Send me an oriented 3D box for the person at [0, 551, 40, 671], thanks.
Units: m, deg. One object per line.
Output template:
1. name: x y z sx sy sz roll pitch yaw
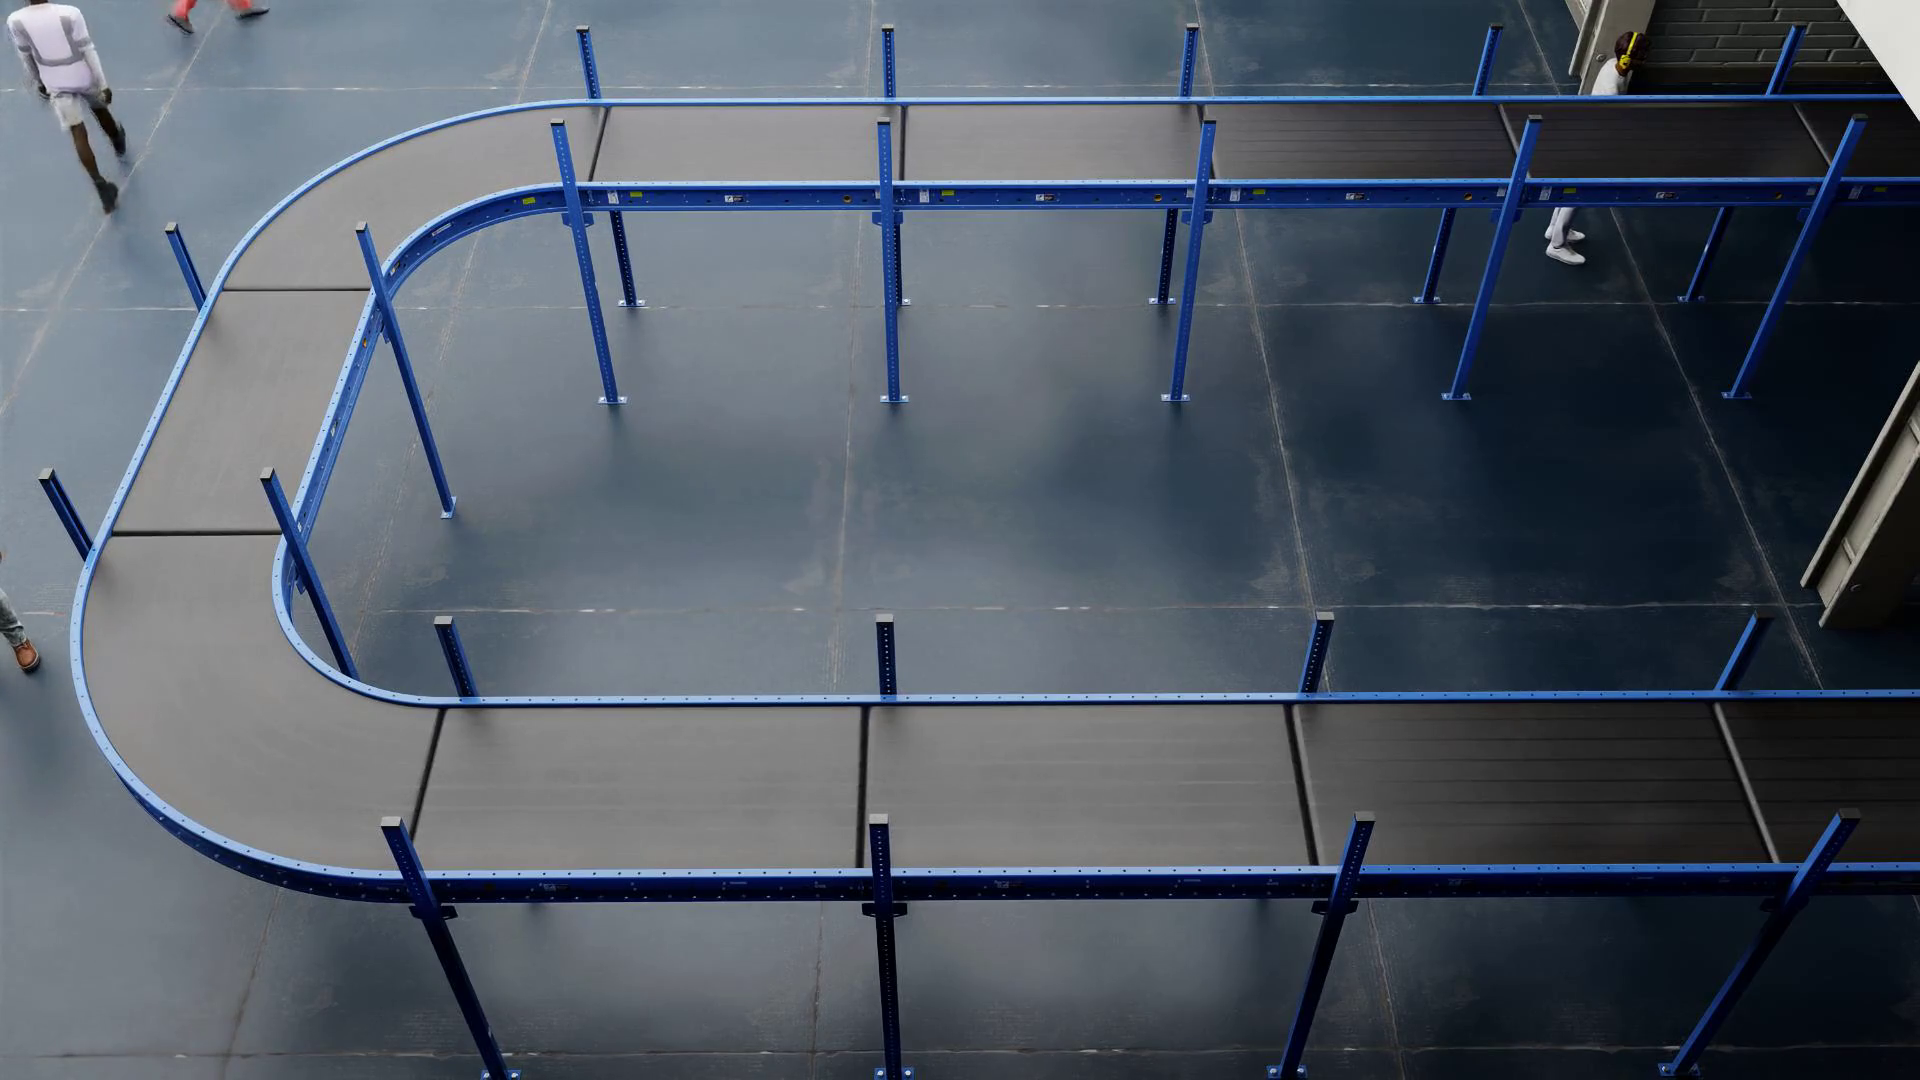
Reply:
1. person: -5.871 0.097 9.862 0.635 1.937 0.354 -22 51 -20

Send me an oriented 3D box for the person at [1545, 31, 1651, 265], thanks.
1. person: 4.721 -2.926 12.730 0.317 1.870 0.523 12 48 11

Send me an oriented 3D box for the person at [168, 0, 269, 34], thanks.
1. person: -6.716 -5.296 15.030 0.791 1.742 0.528 -21 51 -19

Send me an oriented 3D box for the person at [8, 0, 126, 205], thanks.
1. person: -6.933 -3.620 13.368 0.560 1.877 1.045 -12 48 -11
